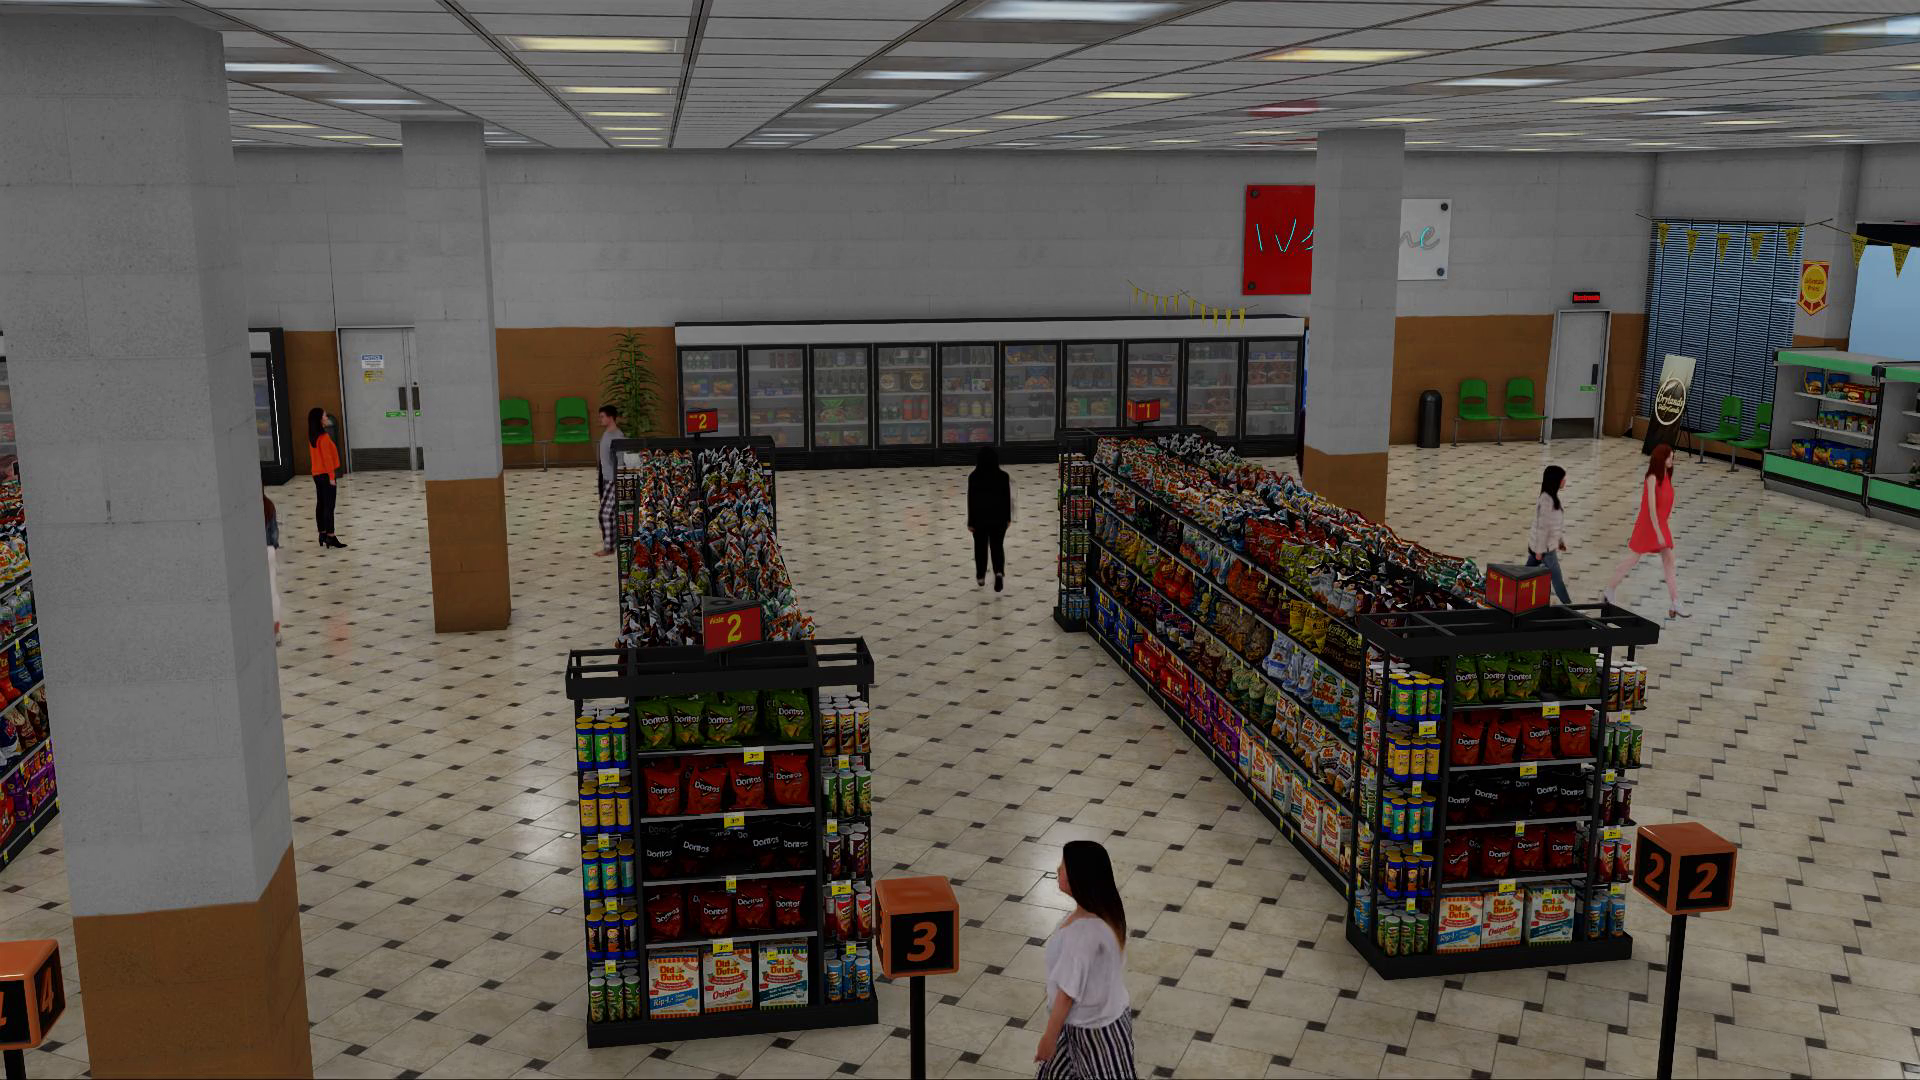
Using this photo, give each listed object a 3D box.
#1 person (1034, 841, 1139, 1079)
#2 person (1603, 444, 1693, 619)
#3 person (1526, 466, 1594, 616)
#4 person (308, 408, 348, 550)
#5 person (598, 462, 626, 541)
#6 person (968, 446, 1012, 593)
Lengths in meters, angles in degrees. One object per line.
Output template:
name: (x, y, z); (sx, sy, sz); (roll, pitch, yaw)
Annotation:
person: (0.652, 2.123, 7.143); (1.083, 1.622, 1.197); (3, 12, 16)
person: (7.063, -0.076, 17.217); (0.989, 1.775, 1.239); (-10, 15, -38)
person: (5.894, 0.054, 17.045); (0.934, 1.590, 1.076); (2, 12, 11)
person: (-7.881, -0.777, 20.610); (0.769, 1.748, 0.664); (-10, 15, -40)
person: (-4.383, -0.628, 21.076); (0.579, 1.265, 0.601); (-6, 13, -27)
person: (0.332, -0.202, 18.271); (0.697, 1.587, 1.065); (-1, 12, -5)
